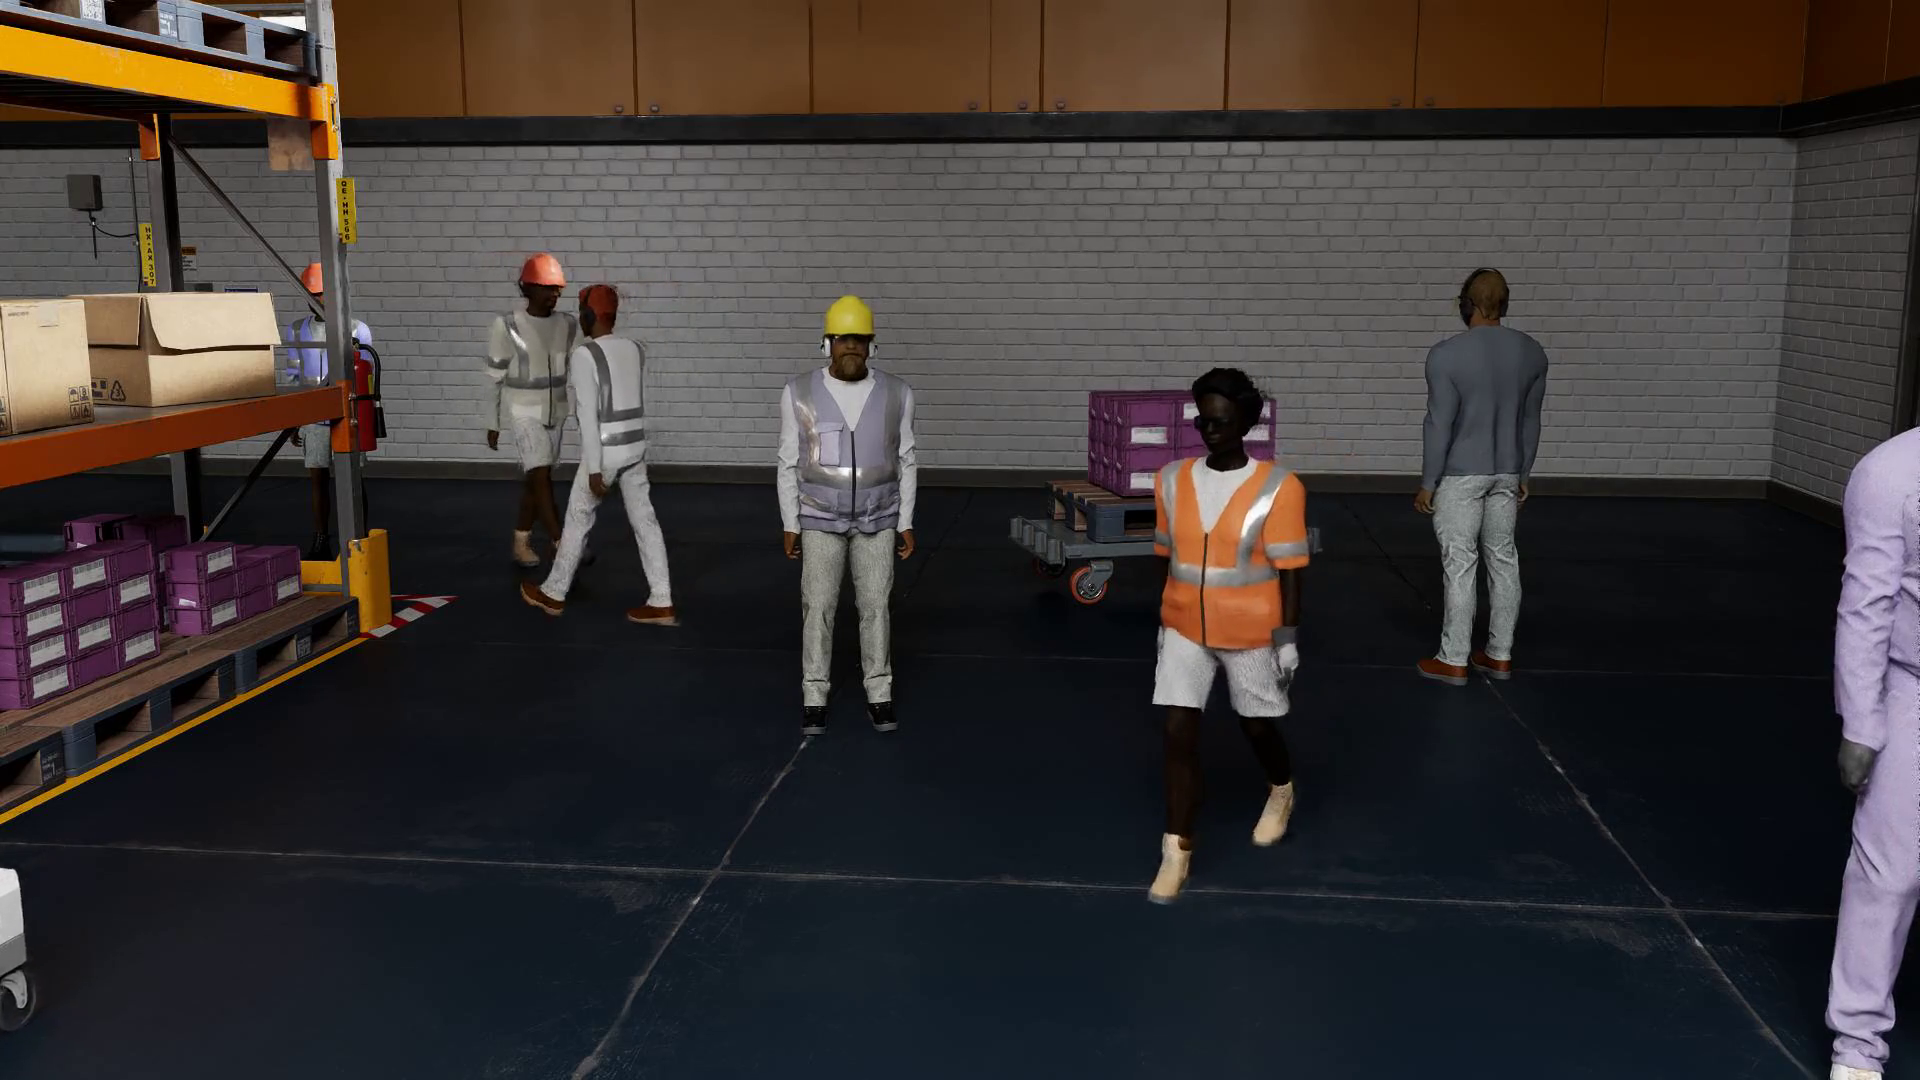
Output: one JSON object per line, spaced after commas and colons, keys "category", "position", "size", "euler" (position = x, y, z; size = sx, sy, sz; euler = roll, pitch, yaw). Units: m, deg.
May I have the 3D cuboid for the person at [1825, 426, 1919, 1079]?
{"category": "person", "position": [2.318, 0.424, 3.768], "size": [0.643, 1.910, 0.400], "euler": [1, 10, 5]}

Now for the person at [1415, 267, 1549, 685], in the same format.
{"category": "person", "position": [2.408, -0.289, 7.762], "size": [0.628, 1.940, 0.373], "euler": [-4, 11, -20]}

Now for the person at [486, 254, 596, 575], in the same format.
{"category": "person", "position": [-2.579, -0.772, 10.371], "size": [1.038, 1.986, 0.619], "euler": [9, 14, 43]}

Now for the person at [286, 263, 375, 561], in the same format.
{"category": "person", "position": [-4.004, -0.781, 10.578], "size": [0.553, 1.935, 0.361], "euler": [0, 10, 0]}

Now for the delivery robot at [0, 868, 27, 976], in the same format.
{"category": "delivery robot", "position": [-2.634, 1.007, 4.031], "size": [0.477, 0.478, 0.707], "euler": [2, 10, 9]}

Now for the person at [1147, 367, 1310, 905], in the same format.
{"category": "person", "position": [0.879, 0.268, 5.357], "size": [0.537, 1.668, 0.817], "euler": [6, 12, 31]}

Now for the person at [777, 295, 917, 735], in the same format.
{"category": "person", "position": [-0.465, -0.099, 6.962], "size": [0.590, 1.837, 0.404], "euler": [-2, 10, -11]}

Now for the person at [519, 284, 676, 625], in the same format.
{"category": "person", "position": [-1.957, -0.461, 9.049], "size": [0.991, 1.826, 0.582], "euler": [6, 11, 30]}
